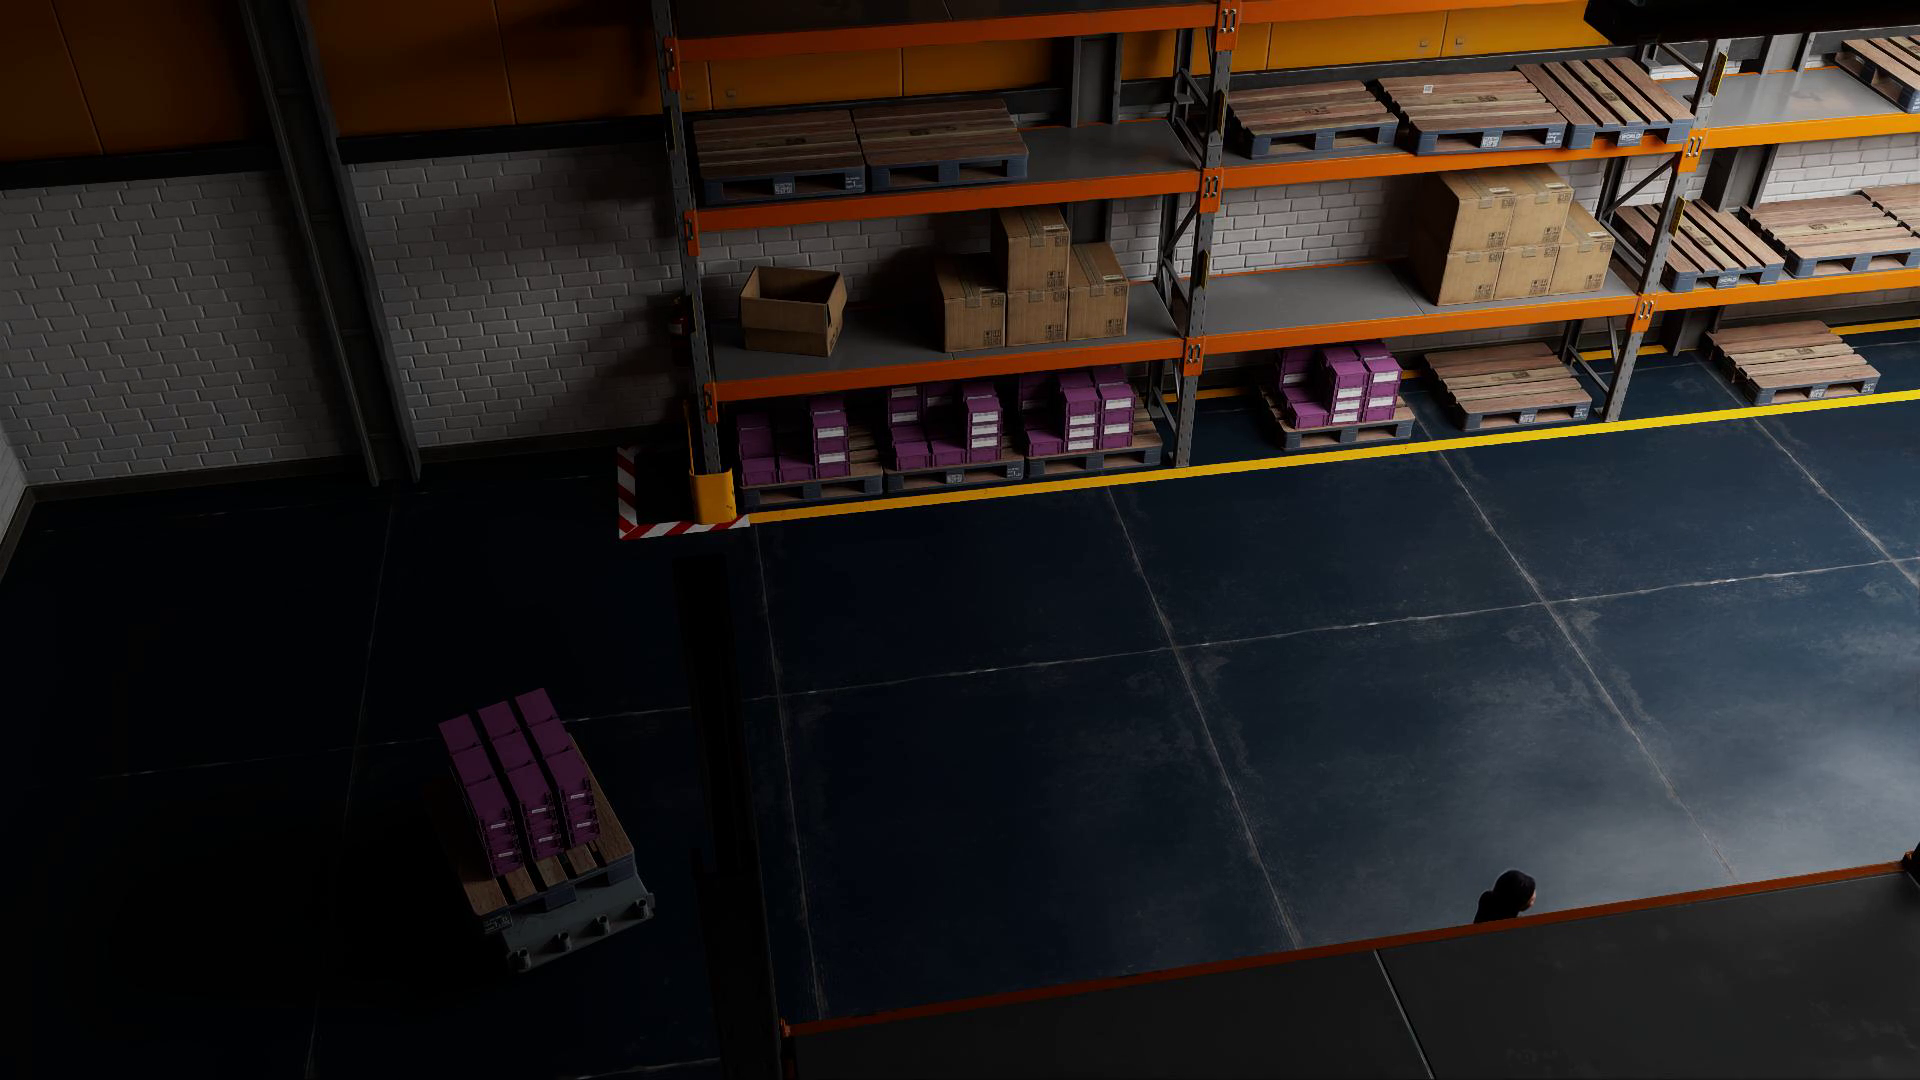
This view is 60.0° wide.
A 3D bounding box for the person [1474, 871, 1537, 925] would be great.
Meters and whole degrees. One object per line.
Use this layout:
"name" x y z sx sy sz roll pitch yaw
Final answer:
"person" 2.909 2.431 9.197 0.515 1.735 0.605 -5 39 -6
